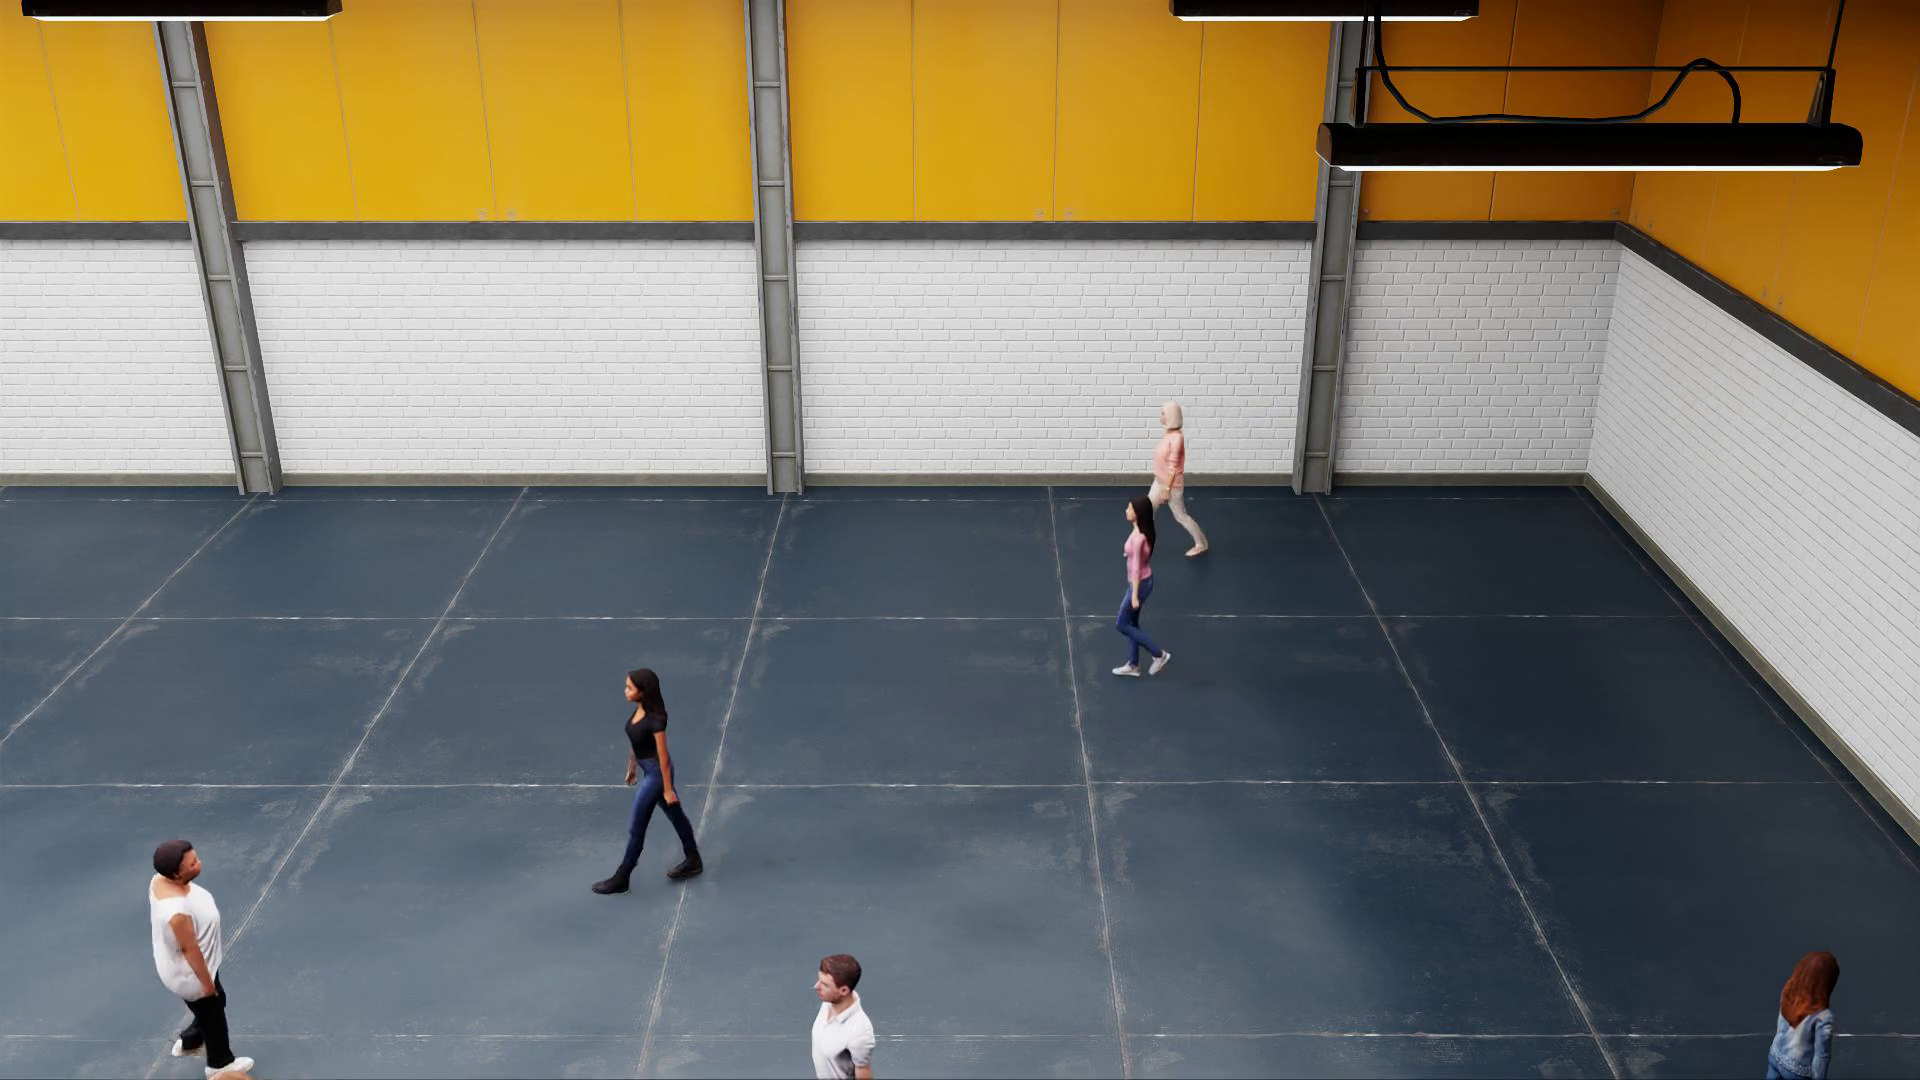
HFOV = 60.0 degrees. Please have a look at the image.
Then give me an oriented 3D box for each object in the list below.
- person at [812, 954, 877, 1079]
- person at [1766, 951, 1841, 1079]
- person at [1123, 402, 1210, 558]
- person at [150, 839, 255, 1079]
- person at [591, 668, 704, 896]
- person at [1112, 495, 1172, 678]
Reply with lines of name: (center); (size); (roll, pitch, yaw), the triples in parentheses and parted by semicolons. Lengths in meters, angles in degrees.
person: (-0.590, 2.927, 8.685); (0.691, 1.851, 0.725); (-10, 25, -21)
person: (4.620, 2.895, 9.227); (0.540, 1.475, 0.581); (-4, 24, -9)
person: (2.214, -0.569, 16.890); (1.150, 1.686, 0.709); (-3, 24, -7)
person: (-4.599, 2.509, 9.852); (0.826, 1.681, 0.796); (-14, 27, -29)
person: (-2.050, 1.674, 11.738); (1.125, 1.703, 0.869); (-10, 26, -22)
person: (1.634, 0.422, 14.561); (0.794, 1.735, 0.665); (5, 24, 11)
